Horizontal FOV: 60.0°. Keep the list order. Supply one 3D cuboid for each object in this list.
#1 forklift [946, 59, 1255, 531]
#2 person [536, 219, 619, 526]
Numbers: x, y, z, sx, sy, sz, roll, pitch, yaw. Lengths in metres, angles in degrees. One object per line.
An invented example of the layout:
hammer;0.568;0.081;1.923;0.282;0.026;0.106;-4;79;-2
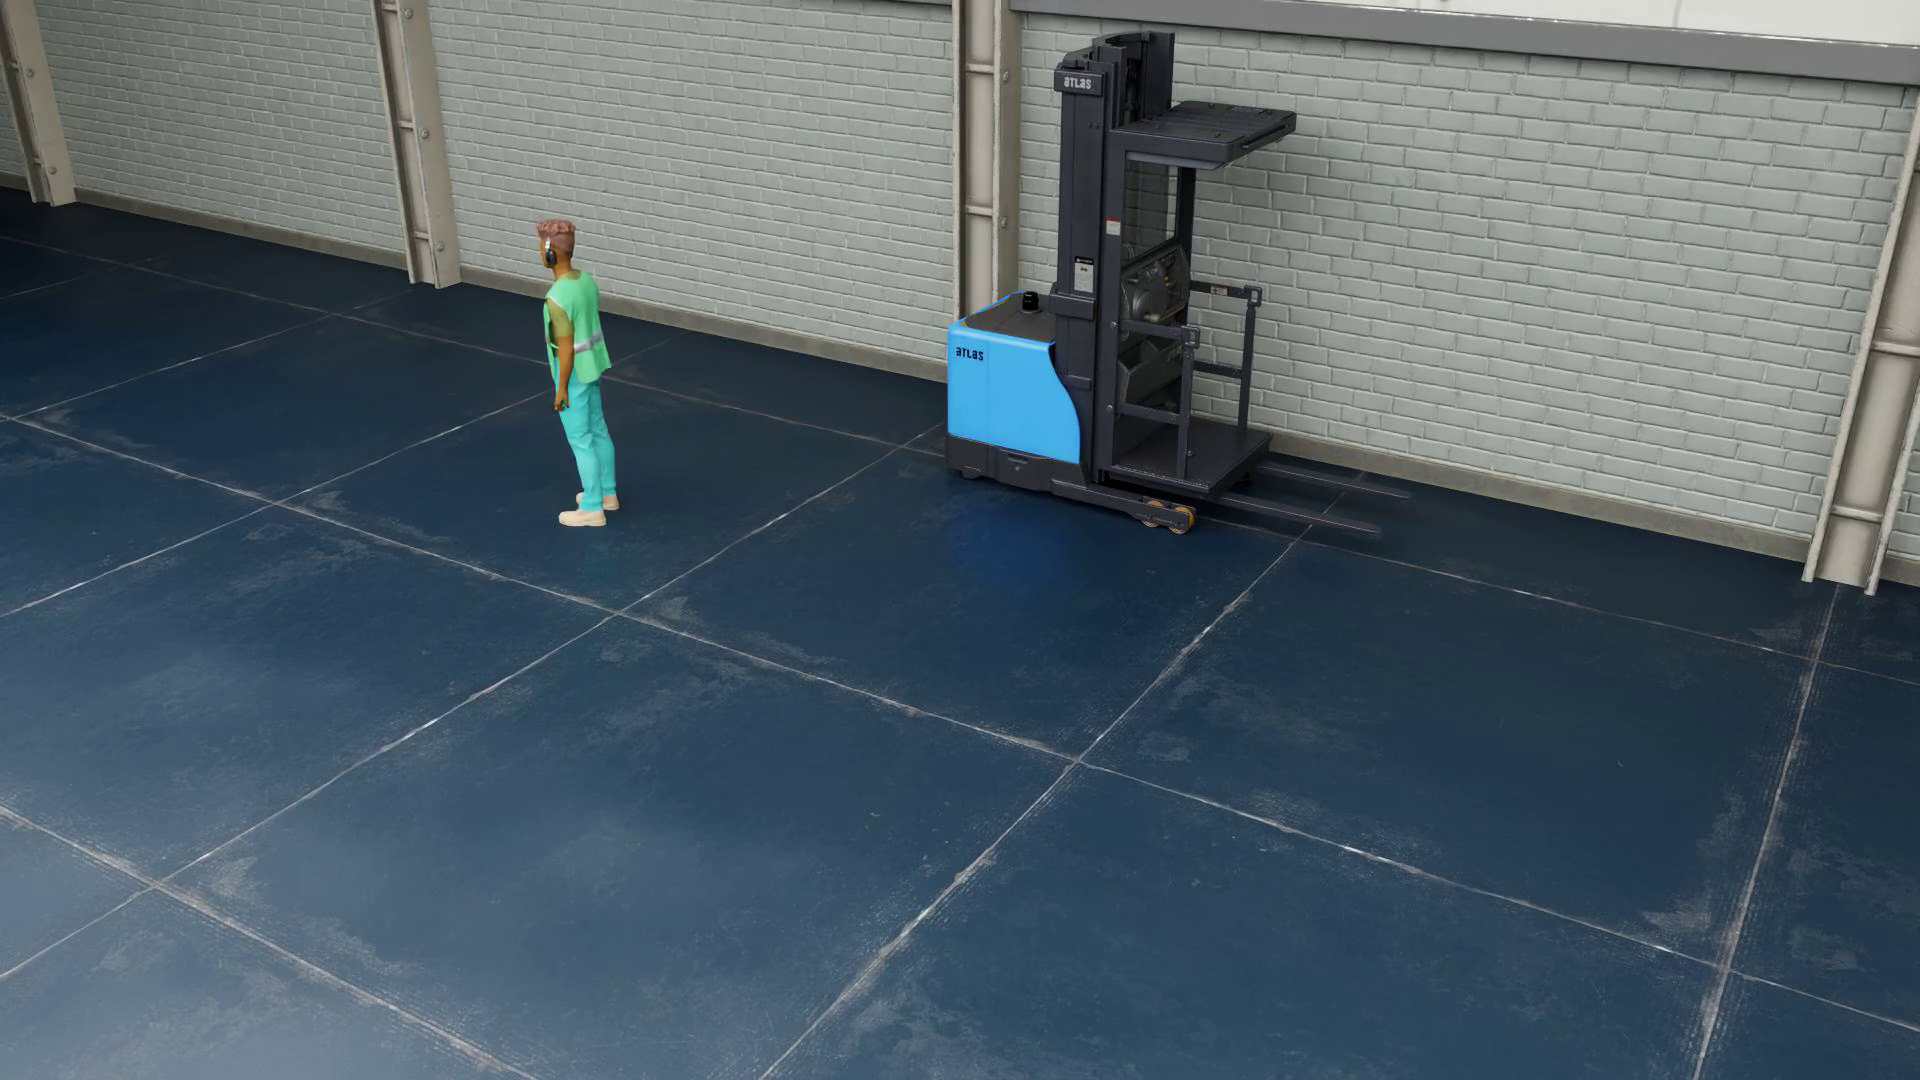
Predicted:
forklift;0.933;-1.707;10.833;1.873;2.768;1.129;15;29;28
person;-2.395;-1.039;10.459;0.383;1.977;0.488;5;26;11
